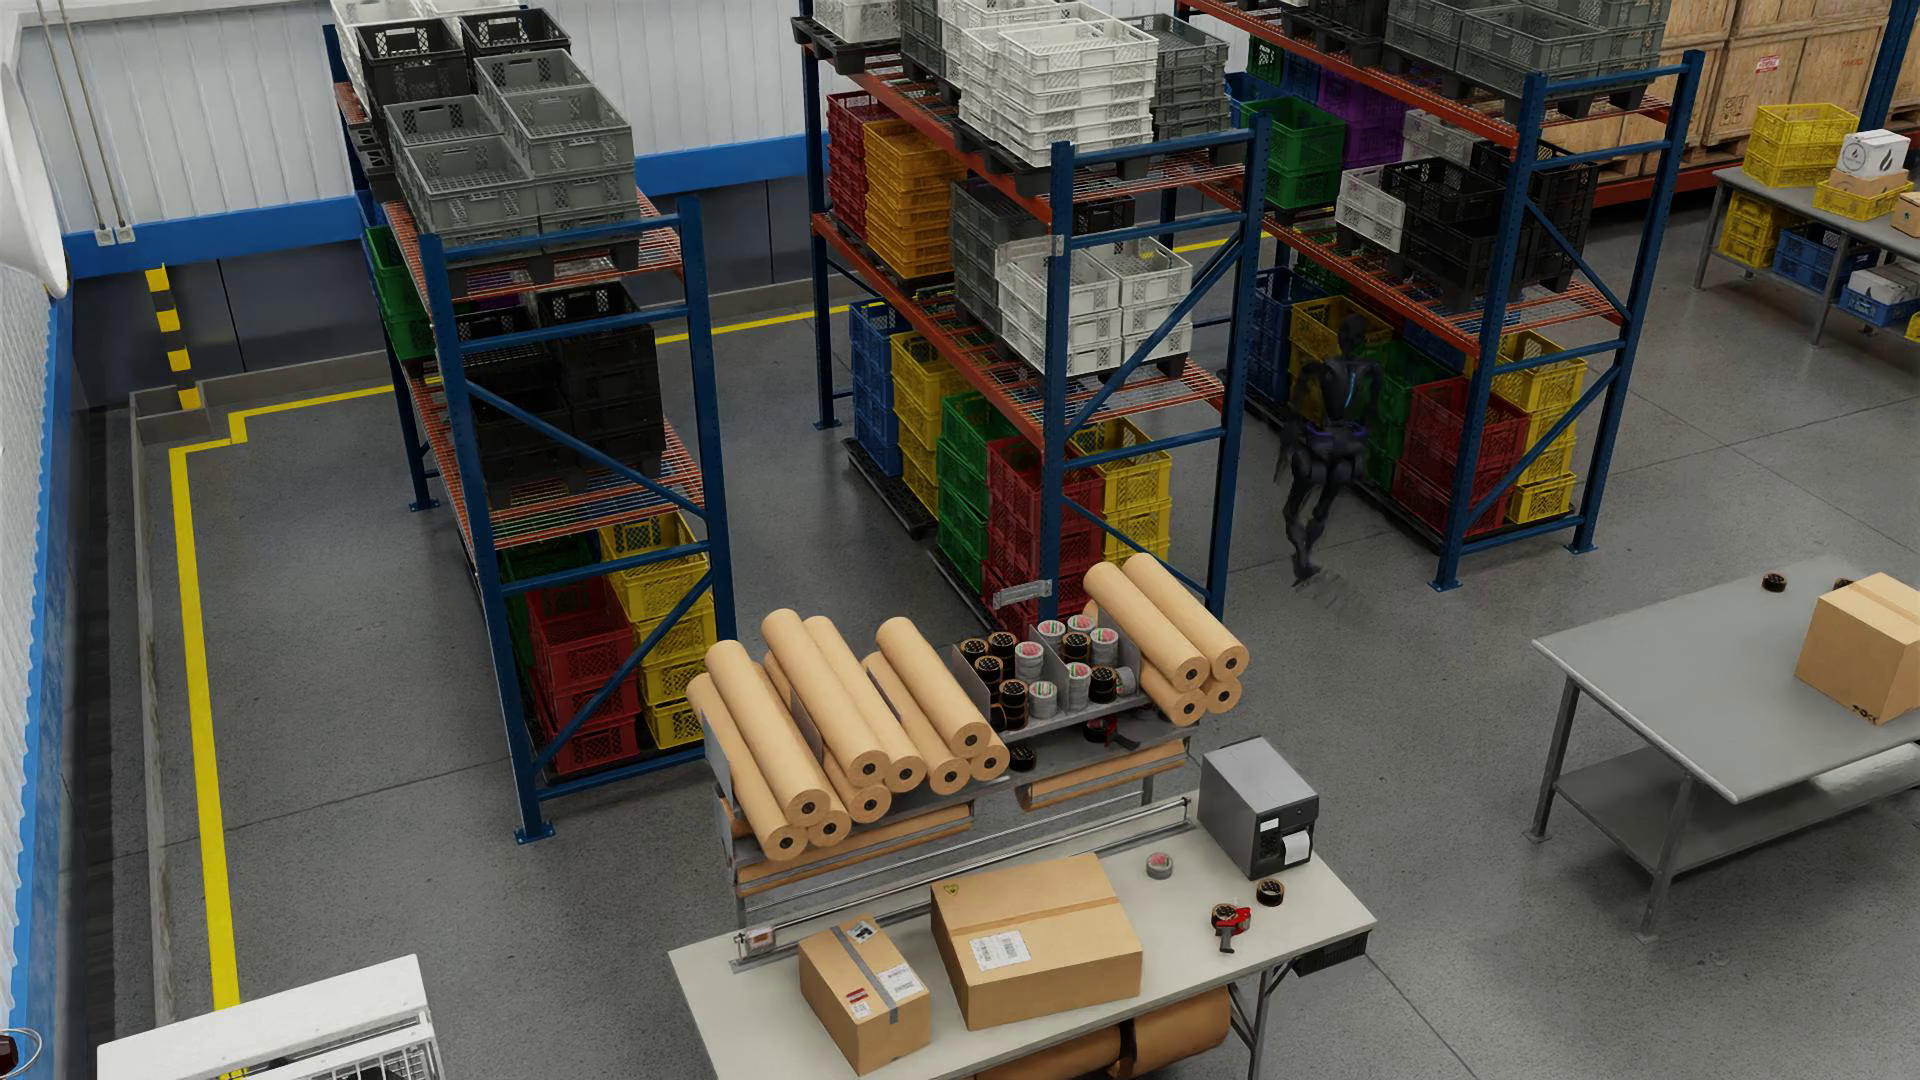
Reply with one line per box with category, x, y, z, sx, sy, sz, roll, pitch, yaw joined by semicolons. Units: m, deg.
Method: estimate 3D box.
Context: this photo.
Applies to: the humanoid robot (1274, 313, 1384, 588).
humanoid robot;2.092;-0.499;9.457;0.604;1.624;0.538;-6;32;-9
